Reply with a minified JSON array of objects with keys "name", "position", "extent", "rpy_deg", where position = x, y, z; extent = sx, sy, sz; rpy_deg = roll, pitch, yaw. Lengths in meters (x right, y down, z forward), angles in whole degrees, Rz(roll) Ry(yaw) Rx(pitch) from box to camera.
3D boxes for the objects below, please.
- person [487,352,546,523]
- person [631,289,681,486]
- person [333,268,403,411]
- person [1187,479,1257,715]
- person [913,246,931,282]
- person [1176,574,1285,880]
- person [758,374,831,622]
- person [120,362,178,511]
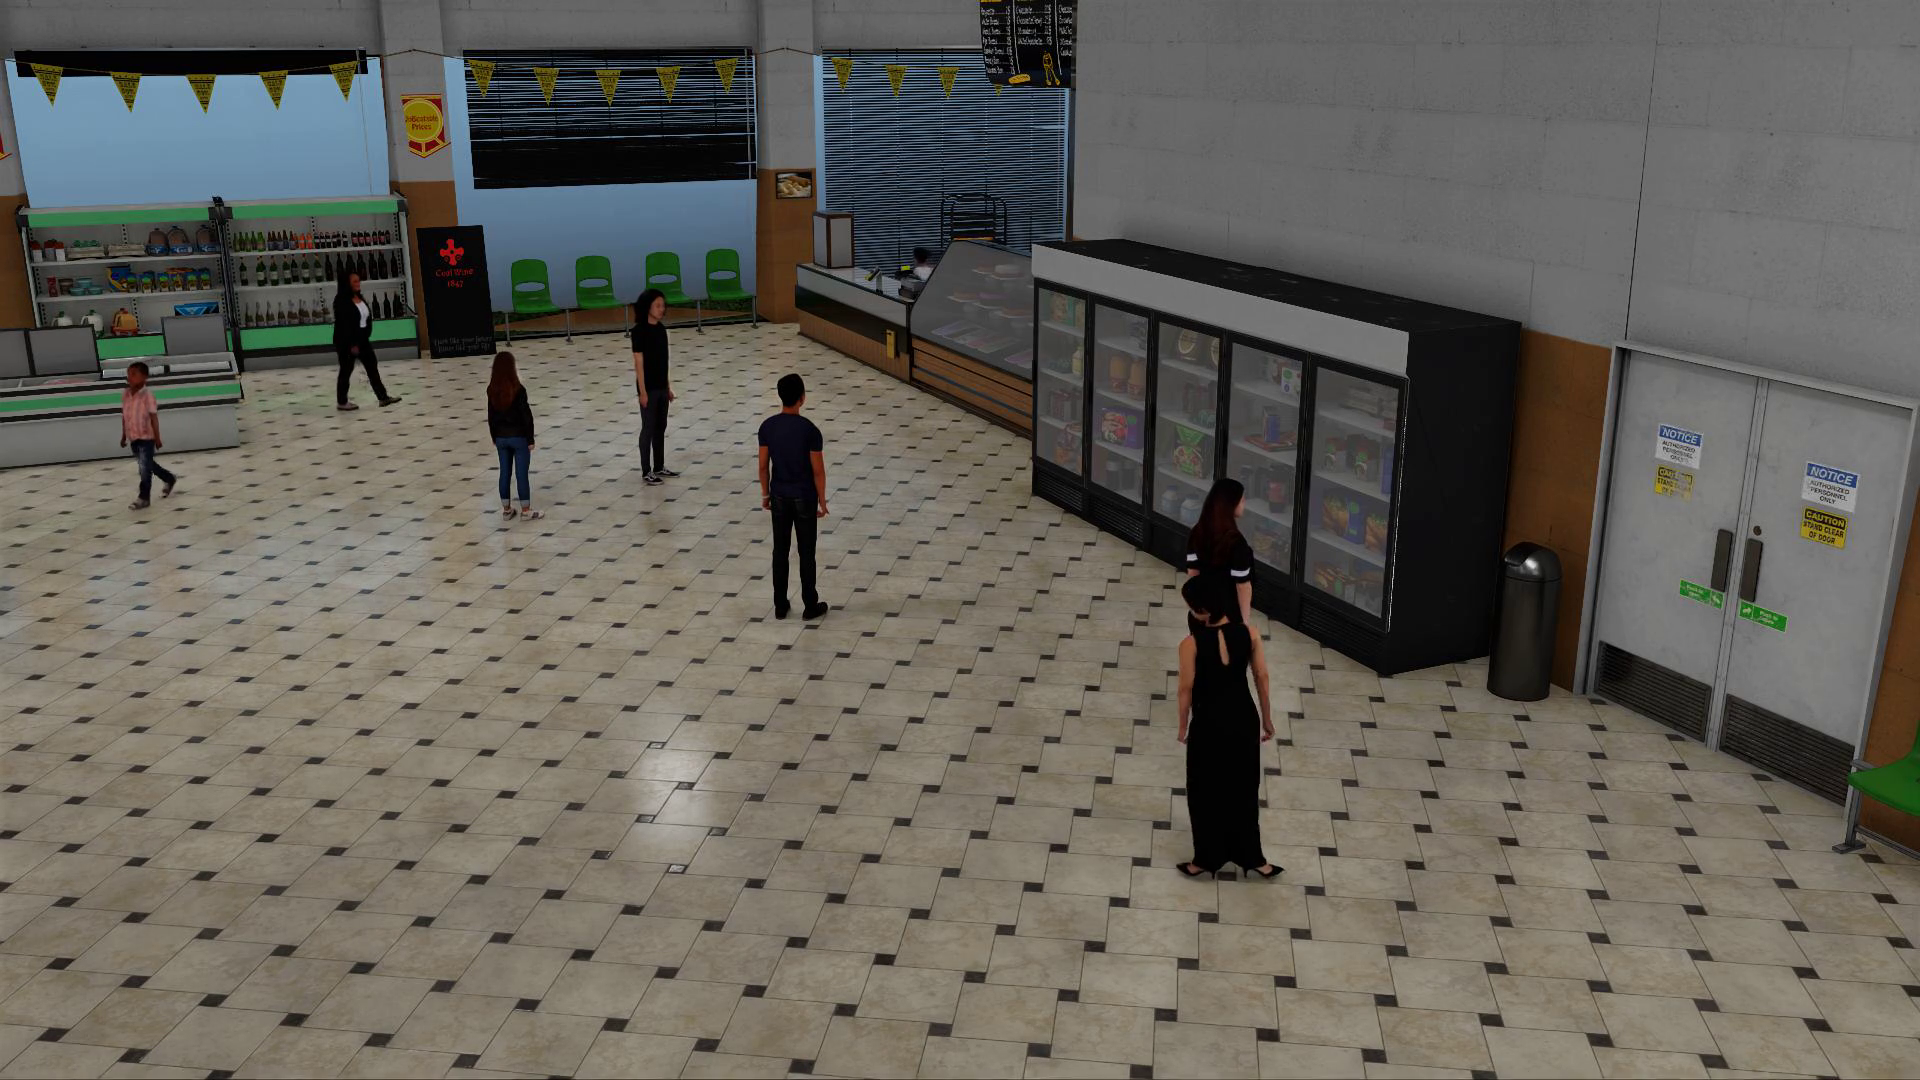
[{"name":"person","position":[-3.892,-0.901,14.434],"extent":[0.622,1.483,0.694],"rpy_deg":[5,18,16]},{"name":"person","position":[-2.901,-1.466,15.692],"extent":[0.764,1.833,0.683],"rpy_deg":[8,19,24]},{"name":"person","position":[-6.870,-2.216,18.578],"extent":[1.055,1.590,0.921],"rpy_deg":[1,17,5]},{"name":"person","position":[1.516,0.436,9.763],"extent":[0.670,1.638,0.669],"rpy_deg":[-14,22,-38]},{"name":"person","position":[-0.490,-3.465,23.279],"extent":[0.838,1.250,0.651],"rpy_deg":[-12,21,-34]},{"name":"person","position":[1.360,0.945,8.188],"extent":[0.617,1.580,0.842],"rpy_deg":[2,17,6]},{"name":"person","position":[-1.207,-0.306,11.943],"extent":[0.679,1.791,0.777],"rpy_deg":[4,17,12]},{"name":"person","position":[-7.304,-0.956,14.939],"extent":[0.823,1.295,0.910],"rpy_deg":[7,18,22]}]
